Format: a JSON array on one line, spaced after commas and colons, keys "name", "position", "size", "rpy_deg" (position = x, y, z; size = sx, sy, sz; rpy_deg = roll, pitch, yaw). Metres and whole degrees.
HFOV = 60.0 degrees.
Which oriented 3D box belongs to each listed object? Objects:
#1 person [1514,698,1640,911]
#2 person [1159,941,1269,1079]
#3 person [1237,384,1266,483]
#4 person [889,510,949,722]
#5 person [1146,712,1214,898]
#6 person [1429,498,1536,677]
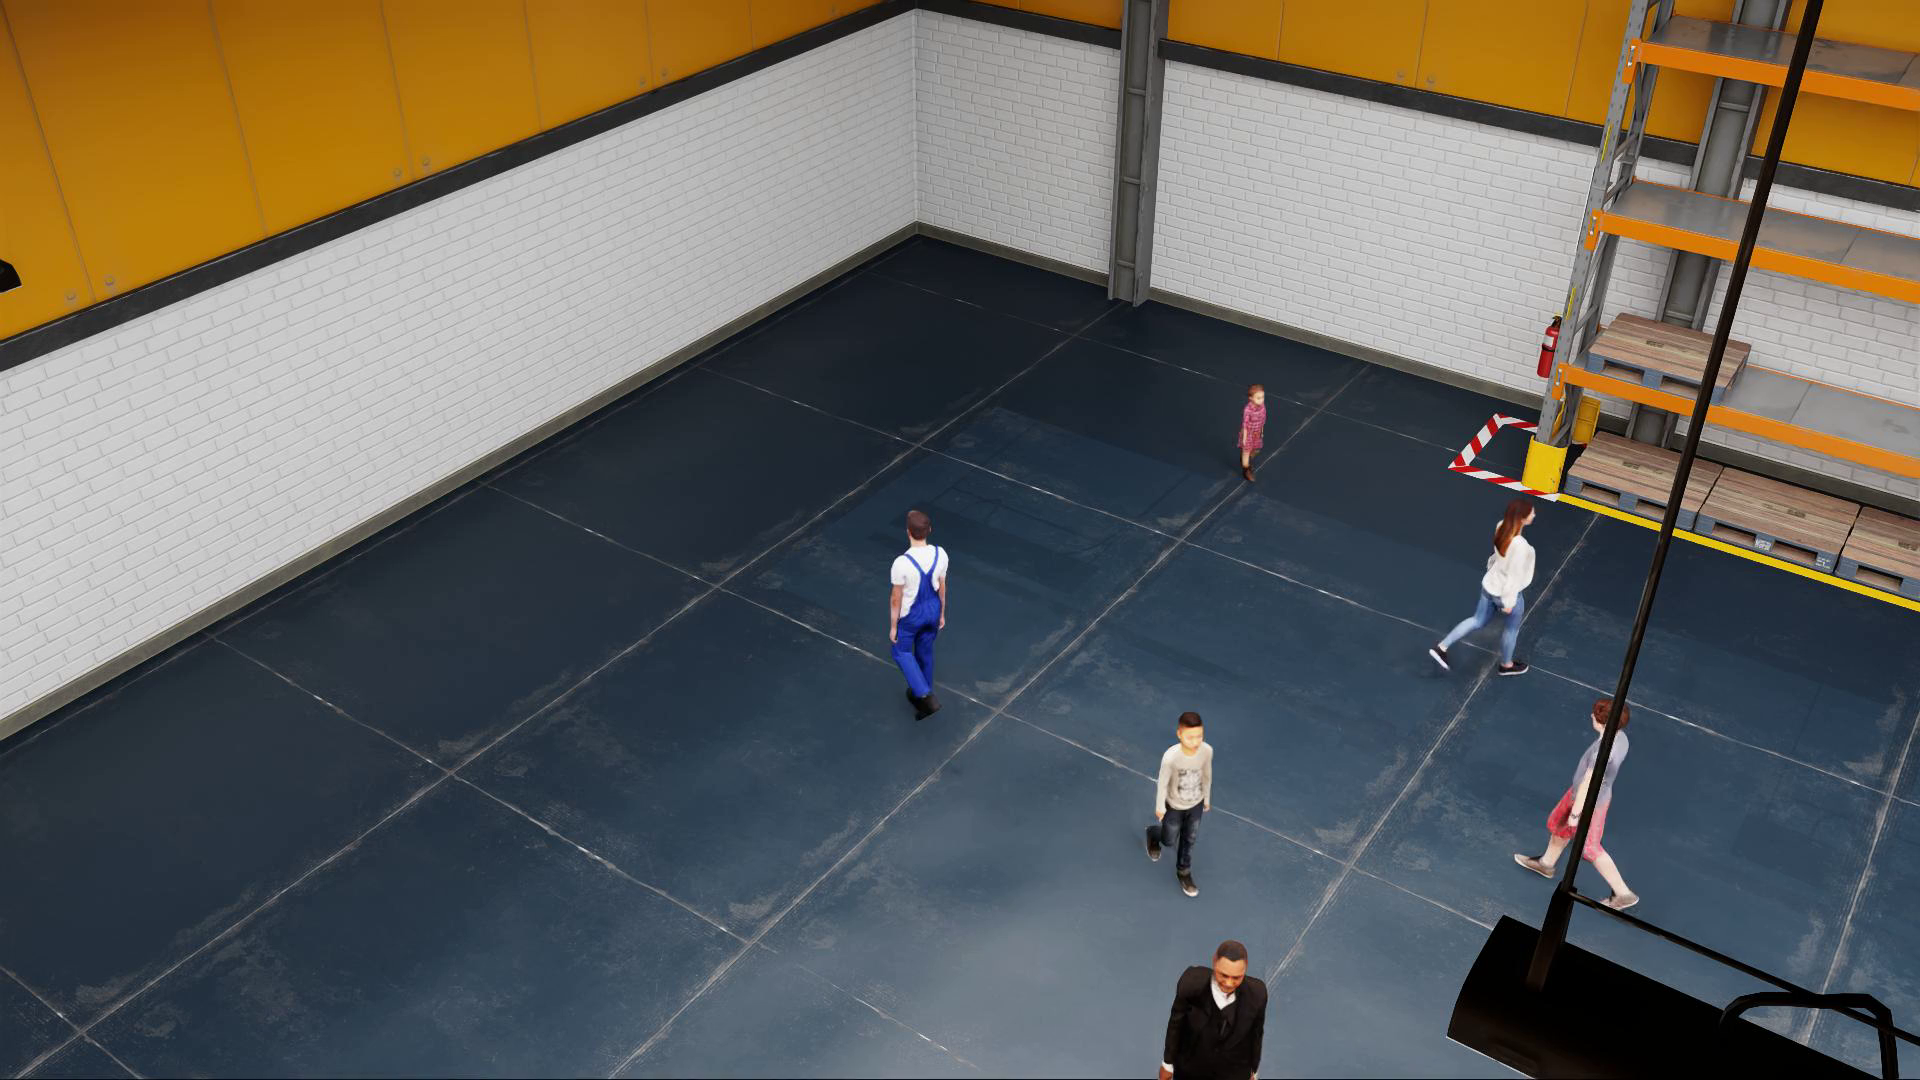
[{"name": "person", "position": [4.289, 1.792, 11.115], "size": [1.081, 1.623, 0.606], "rpy_deg": [22, 40, 30]}, {"name": "person", "position": [1.405, 2.865, 9.262], "size": [1.110, 1.889, 1.005], "rpy_deg": [7, 34, 11]}, {"name": "person", "position": [2.777, -1.063, 15.959], "size": [0.516, 1.016, 0.578], "rpy_deg": [-16, 37, -23]}, {"name": "person", "position": [-0.278, 0.645, 12.650], "size": [0.858, 1.835, 0.991], "rpy_deg": [-17, 37, -24]}, {"name": "person", "position": [1.498, 1.737, 11.355], "size": [0.779, 1.451, 0.883], "rpy_deg": [-12, 35, -17]}, {"name": "person", "position": [4.214, 0.409, 13.156], "size": [1.134, 1.668, 1.042], "rpy_deg": [-4, 34, -6]}]
